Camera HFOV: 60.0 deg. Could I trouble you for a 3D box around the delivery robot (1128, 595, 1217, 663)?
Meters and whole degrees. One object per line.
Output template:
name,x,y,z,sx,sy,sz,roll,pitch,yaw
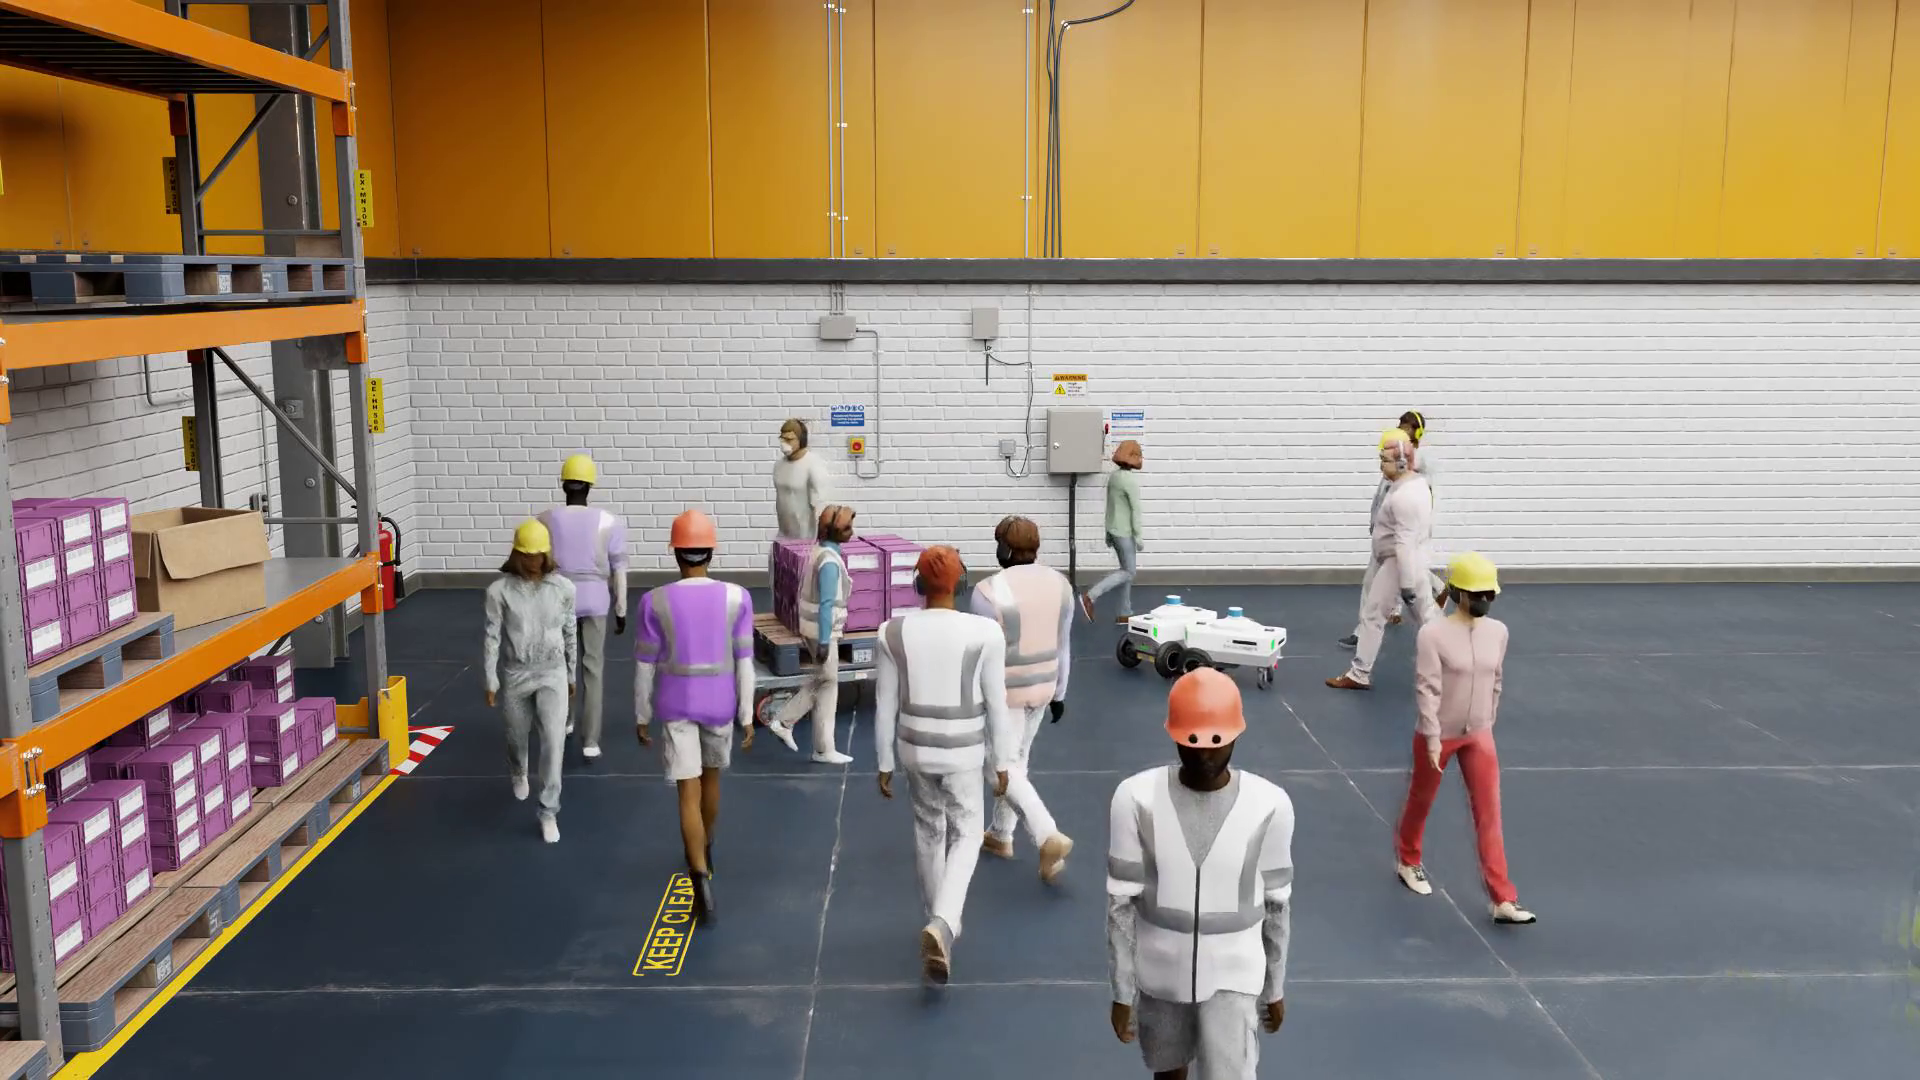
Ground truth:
delivery robot,1.617,0.664,12.610,0.707,0.478,0.477,-7,11,-37

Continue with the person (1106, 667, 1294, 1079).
person,0.723,1.275,5.055,0.549,1.905,0.955,2,9,11

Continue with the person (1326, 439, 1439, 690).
person,3.176,0.198,11.784,1.008,1.857,0.644,5,11,29

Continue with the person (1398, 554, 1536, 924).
person,2.354,0.915,7.794,0.525,1.717,0.920,-3,10,-16

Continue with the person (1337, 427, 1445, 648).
person,3.521,0.002,13.180,0.891,1.799,0.594,-1,9,-6

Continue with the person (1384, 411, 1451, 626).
person,3.894,-0.191,14.220,0.797,1.844,0.526,-2,10,-15

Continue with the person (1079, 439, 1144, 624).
person,1.312,-0.052,14.048,0.582,1.608,0.489,-2,10,-14

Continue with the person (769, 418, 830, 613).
person,-1.190,-0.020,13.026,0.638,1.900,1.001,9,13,43

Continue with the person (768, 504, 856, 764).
person,-0.872,0.579,10.149,0.498,1.617,0.537,-2,9,-10

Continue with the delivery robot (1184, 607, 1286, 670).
delivery robot,2.014,0.736,12.168,0.707,0.478,0.477,4,10,26

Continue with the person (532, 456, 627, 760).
person,-2.405,0.409,10.483,0.610,1.861,1.003,-2,9,-11

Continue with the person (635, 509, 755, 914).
person,-1.267,0.800,7.988,0.559,1.895,0.976,-3,10,-18

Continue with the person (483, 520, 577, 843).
person,-2.337,0.713,9.067,0.497,1.712,0.806,-3,10,-17

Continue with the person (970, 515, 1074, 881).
person,0.311,0.781,8.330,0.633,1.816,0.796,-8,12,-40

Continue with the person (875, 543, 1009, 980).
person,-0.093,0.945,7.168,0.582,1.861,0.738,2,10,14
